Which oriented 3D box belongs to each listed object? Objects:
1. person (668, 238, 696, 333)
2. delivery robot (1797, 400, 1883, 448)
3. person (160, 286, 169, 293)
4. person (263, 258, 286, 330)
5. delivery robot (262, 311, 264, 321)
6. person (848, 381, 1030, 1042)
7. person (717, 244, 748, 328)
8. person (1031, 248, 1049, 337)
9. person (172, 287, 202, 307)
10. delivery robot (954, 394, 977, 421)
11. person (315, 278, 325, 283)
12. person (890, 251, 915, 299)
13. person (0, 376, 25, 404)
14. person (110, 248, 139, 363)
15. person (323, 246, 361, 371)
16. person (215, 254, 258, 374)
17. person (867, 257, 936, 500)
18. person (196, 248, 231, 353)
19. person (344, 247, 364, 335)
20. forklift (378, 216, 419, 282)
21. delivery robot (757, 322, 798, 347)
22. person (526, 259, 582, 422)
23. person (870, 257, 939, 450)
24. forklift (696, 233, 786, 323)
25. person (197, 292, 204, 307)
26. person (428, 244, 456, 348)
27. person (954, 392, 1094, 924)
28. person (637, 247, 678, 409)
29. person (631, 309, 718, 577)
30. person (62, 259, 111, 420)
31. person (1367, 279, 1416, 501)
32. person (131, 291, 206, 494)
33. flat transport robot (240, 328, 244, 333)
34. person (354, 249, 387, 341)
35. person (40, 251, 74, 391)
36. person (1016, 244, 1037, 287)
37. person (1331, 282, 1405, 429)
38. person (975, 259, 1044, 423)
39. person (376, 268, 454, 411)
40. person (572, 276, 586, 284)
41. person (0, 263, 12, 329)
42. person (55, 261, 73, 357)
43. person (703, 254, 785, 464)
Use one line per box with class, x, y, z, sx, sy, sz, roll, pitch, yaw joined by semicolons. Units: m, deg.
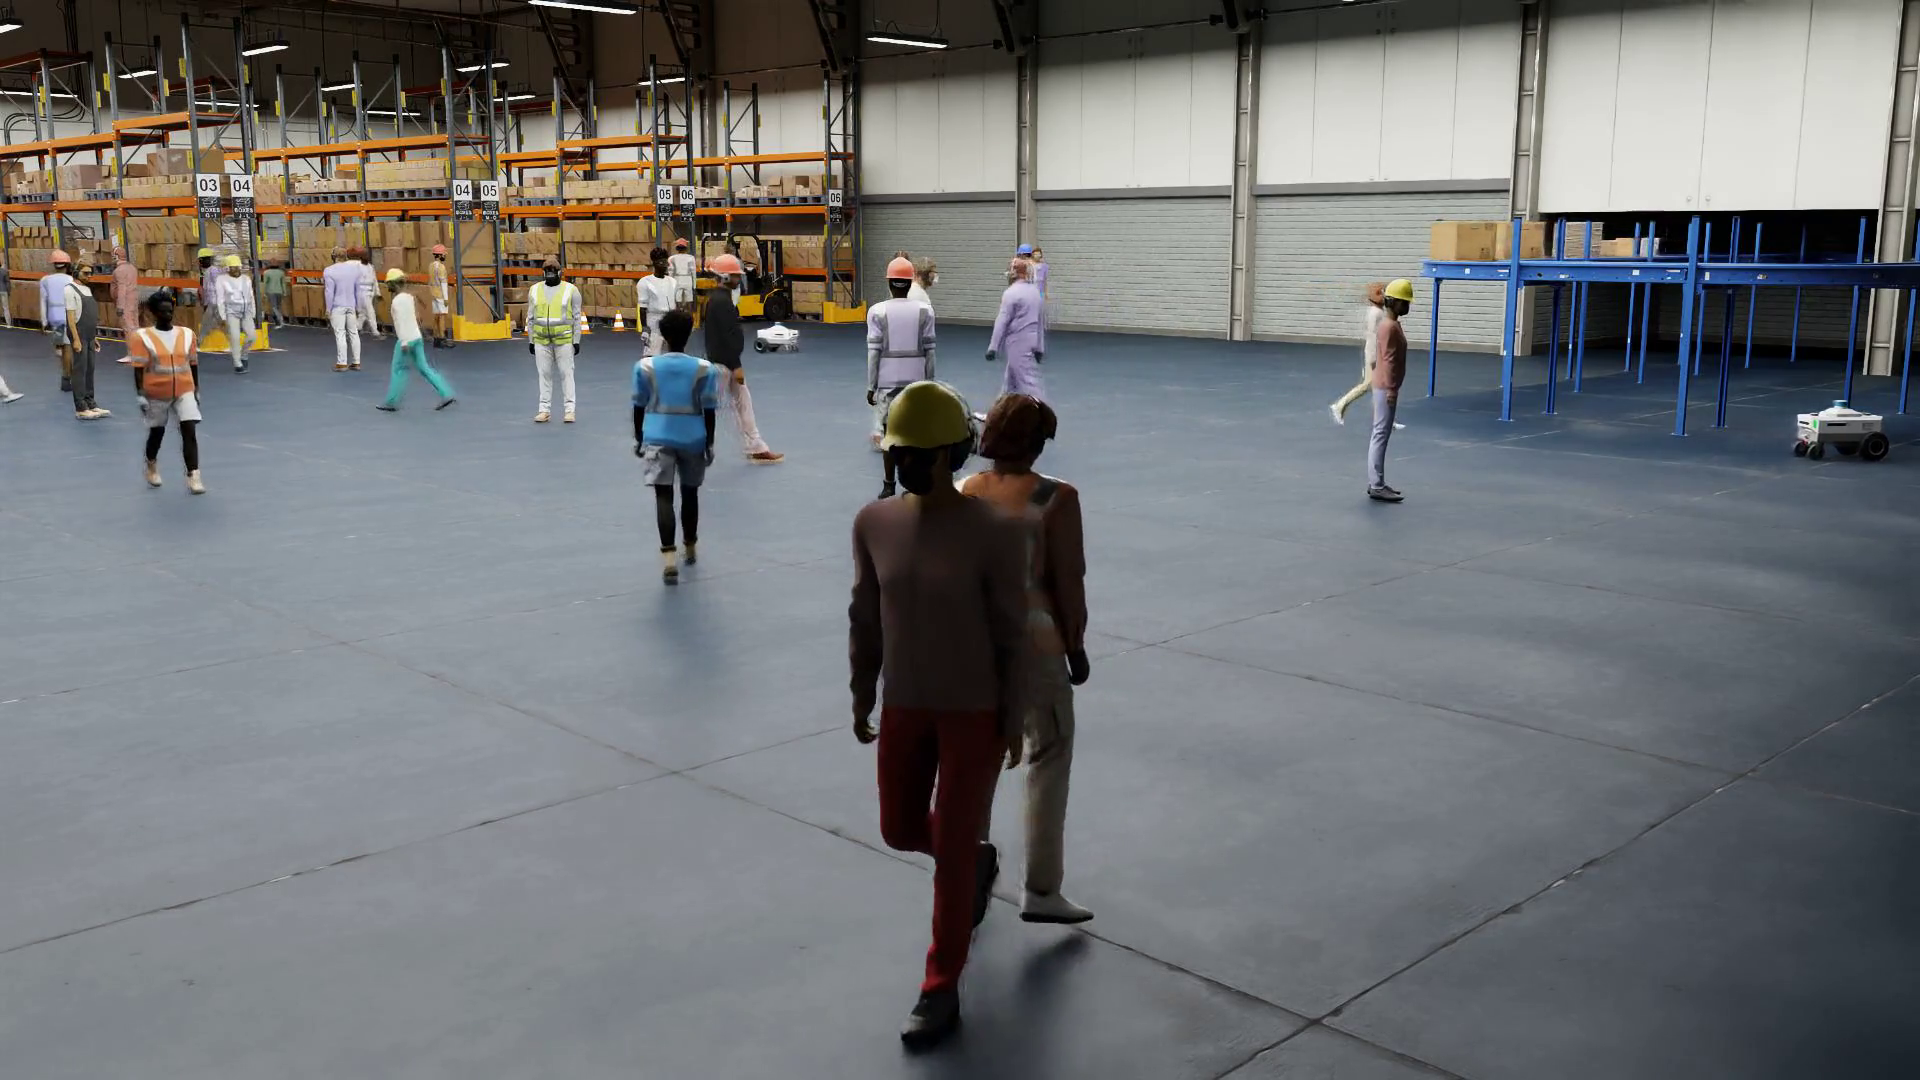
person;-6.038;-5.536;36.206;0.605;2.045;0.377;-1;10;-7
delivery robot;8.412;-1.094;15.909;0.707;0.478;0.477;-1;10;-2
person;-22.383;-7.397;47.014;0.651;1.799;0.901;8;13;39
person;-15.326;-5.517;37.288;0.630;1.615;0.508;8;13;39
delivery robot;-16.106;-5.115;37.833;0.477;0.478;0.707;-9;13;-39
person;-0.025;0.423;4.539;0.530;1.745;0.619;5;12;27
person;-4.952;-5.548;36.670;0.665;1.892;0.941;5;11;23
person;1.568;-5.146;34.617;0.563;1.847;0.388;-5;11;-24
person;-16.647;-5.386;35.826;0.996;1.884;0.547;9;14;41
delivery robot;-0.041;-1.332;16.499;0.335;0.223;0.698;-2;11;-11
person;-18.689;-7.767;48.633;0.605;1.948;0.389;8;13;37
person;-1.000;-4.137;29.169;0.431;1.836;0.619;2;11;13
person;-12.207;-2.479;20.747;0.841;1.593;0.530;-5;11;-24
person;-13.985;-3.930;27.839;0.402;1.904;0.638;-1;10;-7
person;-9.686;-3.630;26.096;0.355;1.938;0.637;7;12;33
person;-11.081;-3.465;25.532;0.430;1.816;0.626;7;13;34
person;-0.472;-1.257;13.162;0.552;1.935;0.369;-2;11;-13
person;-13.544;-4.302;29.959;1.002;1.862;0.600;-7;12;-34
person;-12.975;-5.323;35.576;0.600;1.855;0.814;-10;14;-42
forklift;-17.868;-9.201;54.028;1.873;2.768;1.129;-10;14;-44
delivery robot;-3.309;-3.713;30.188;0.707;0.478;0.477;4;11;23
person;-4.617;-2.263;18.907;0.629;1.846;0.429;0;10;2
person;-0.550;-1.836;16.462;0.730;1.905;0.650;1;10;7
forklift;-5.496;-6.489;41.108;2.313;2.155;1.214;-10;14;-44
person;-18.271;-6.176;40.363;0.657;1.800;1.129;-9;13;-39
person;-9.801;-4.606;31.425;0.367;1.935;0.552;-9;14;-41
person;0.166;0.364;5.178;0.704;1.623;0.466;9;14;40
person;-3.664;-2.586;20.330;0.369;1.965;0.609;8;13;37
person;-1.784;-0.617;10.439;0.534;1.654;0.865;-2;11;-11
person;-10.164;-2.334;19.309;0.345;1.840;0.504;-1;10;-4
person;3.468;-1.207;13.383;0.327;1.760;0.523;2;11;13
person;-6.609;-1.238;13.825;0.540;1.666;0.826;-9;14;-41
flat transport robot;-15.559;-4.369;34.799;0.652;0.197;1.431;-10;14;-43
person;-12.081;-4.976;33.699;0.914;1.854;0.573;3;11;14
person;-12.292;-3.029;22.943;0.574;1.888;0.962;-1;10;-6
person;1.241;-4.544;31.053;0.381;1.950;0.602;1;10;5
person;4.508;-2.027;18.268;0.733;1.610;0.508;4;11;22
person;0.547;-2.073;17.855;1.004;1.853;0.652;5;12;27
person;-6.610;-2.411;20.064;0.901;1.714;0.565;1;10;5
person;-10.435;-7.097;45.572;0.483;1.737;0.320;4;11;19
person;-21.708;-5.576;37.547;0.507;1.632;0.275;-9;14;-39
person;-15.555;-4.021;28.966;0.568;1.660;0.563;-8;13;-38
person;-2.187;-1.650;15.310;1.041;1.948;0.632;-1;10;-8
